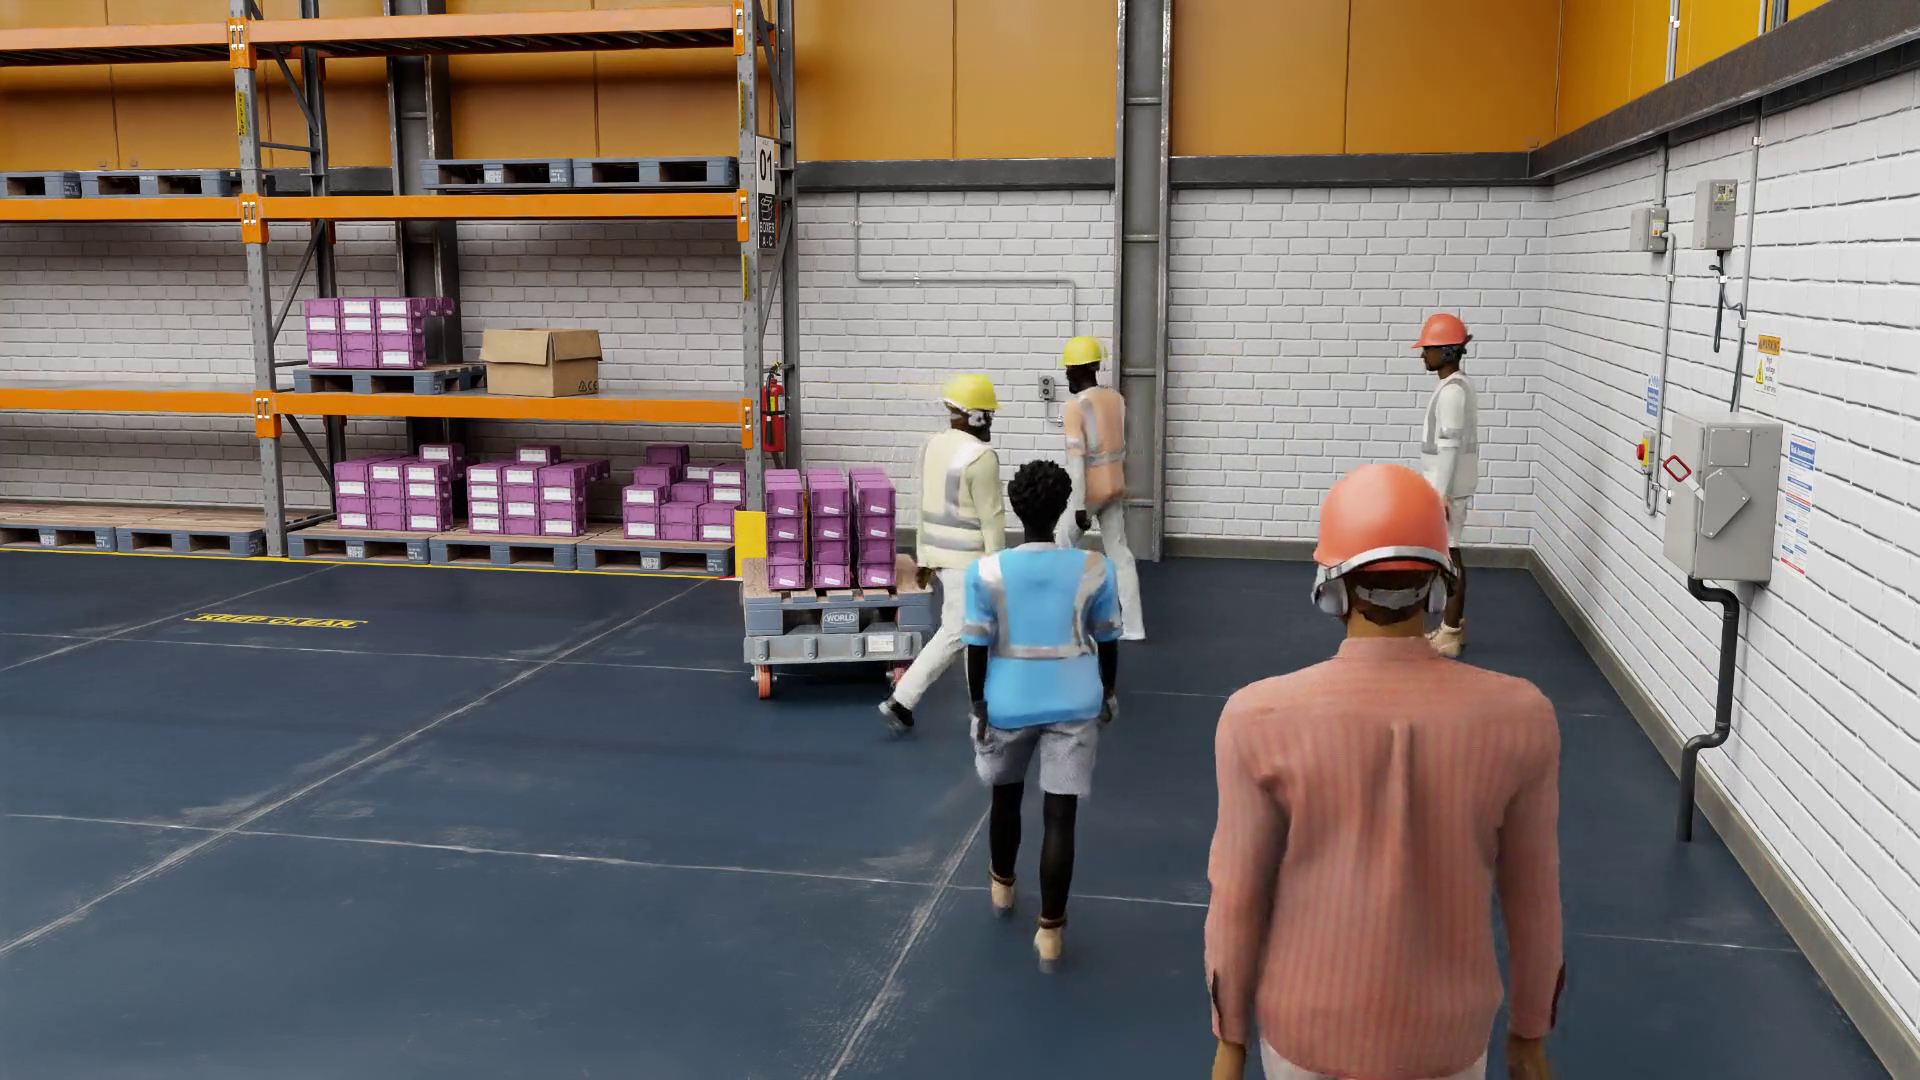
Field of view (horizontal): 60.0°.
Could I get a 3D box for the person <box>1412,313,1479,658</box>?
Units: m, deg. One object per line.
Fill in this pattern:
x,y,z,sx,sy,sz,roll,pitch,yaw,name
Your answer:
2.852,-0.314,9.843,0.407,2.037,0.614,4,10,20,person

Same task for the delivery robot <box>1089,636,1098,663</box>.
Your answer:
0.478,0.558,8.732,0.477,0.478,0.707,-2,10,-12,delivery robot

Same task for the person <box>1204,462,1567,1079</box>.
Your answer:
0.749,0.858,2.924,0.637,1.977,0.709,0,9,2,person

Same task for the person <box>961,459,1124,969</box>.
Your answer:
0.285,0.552,5.699,0.546,1.663,0.785,1,9,3,person

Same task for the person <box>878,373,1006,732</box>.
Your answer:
-0.059,0.079,8.216,0.821,1.797,0.607,-4,10,-24,person

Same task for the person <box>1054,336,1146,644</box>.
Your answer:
0.752,-0.313,10.295,1.002,1.873,0.606,8,13,41,person
